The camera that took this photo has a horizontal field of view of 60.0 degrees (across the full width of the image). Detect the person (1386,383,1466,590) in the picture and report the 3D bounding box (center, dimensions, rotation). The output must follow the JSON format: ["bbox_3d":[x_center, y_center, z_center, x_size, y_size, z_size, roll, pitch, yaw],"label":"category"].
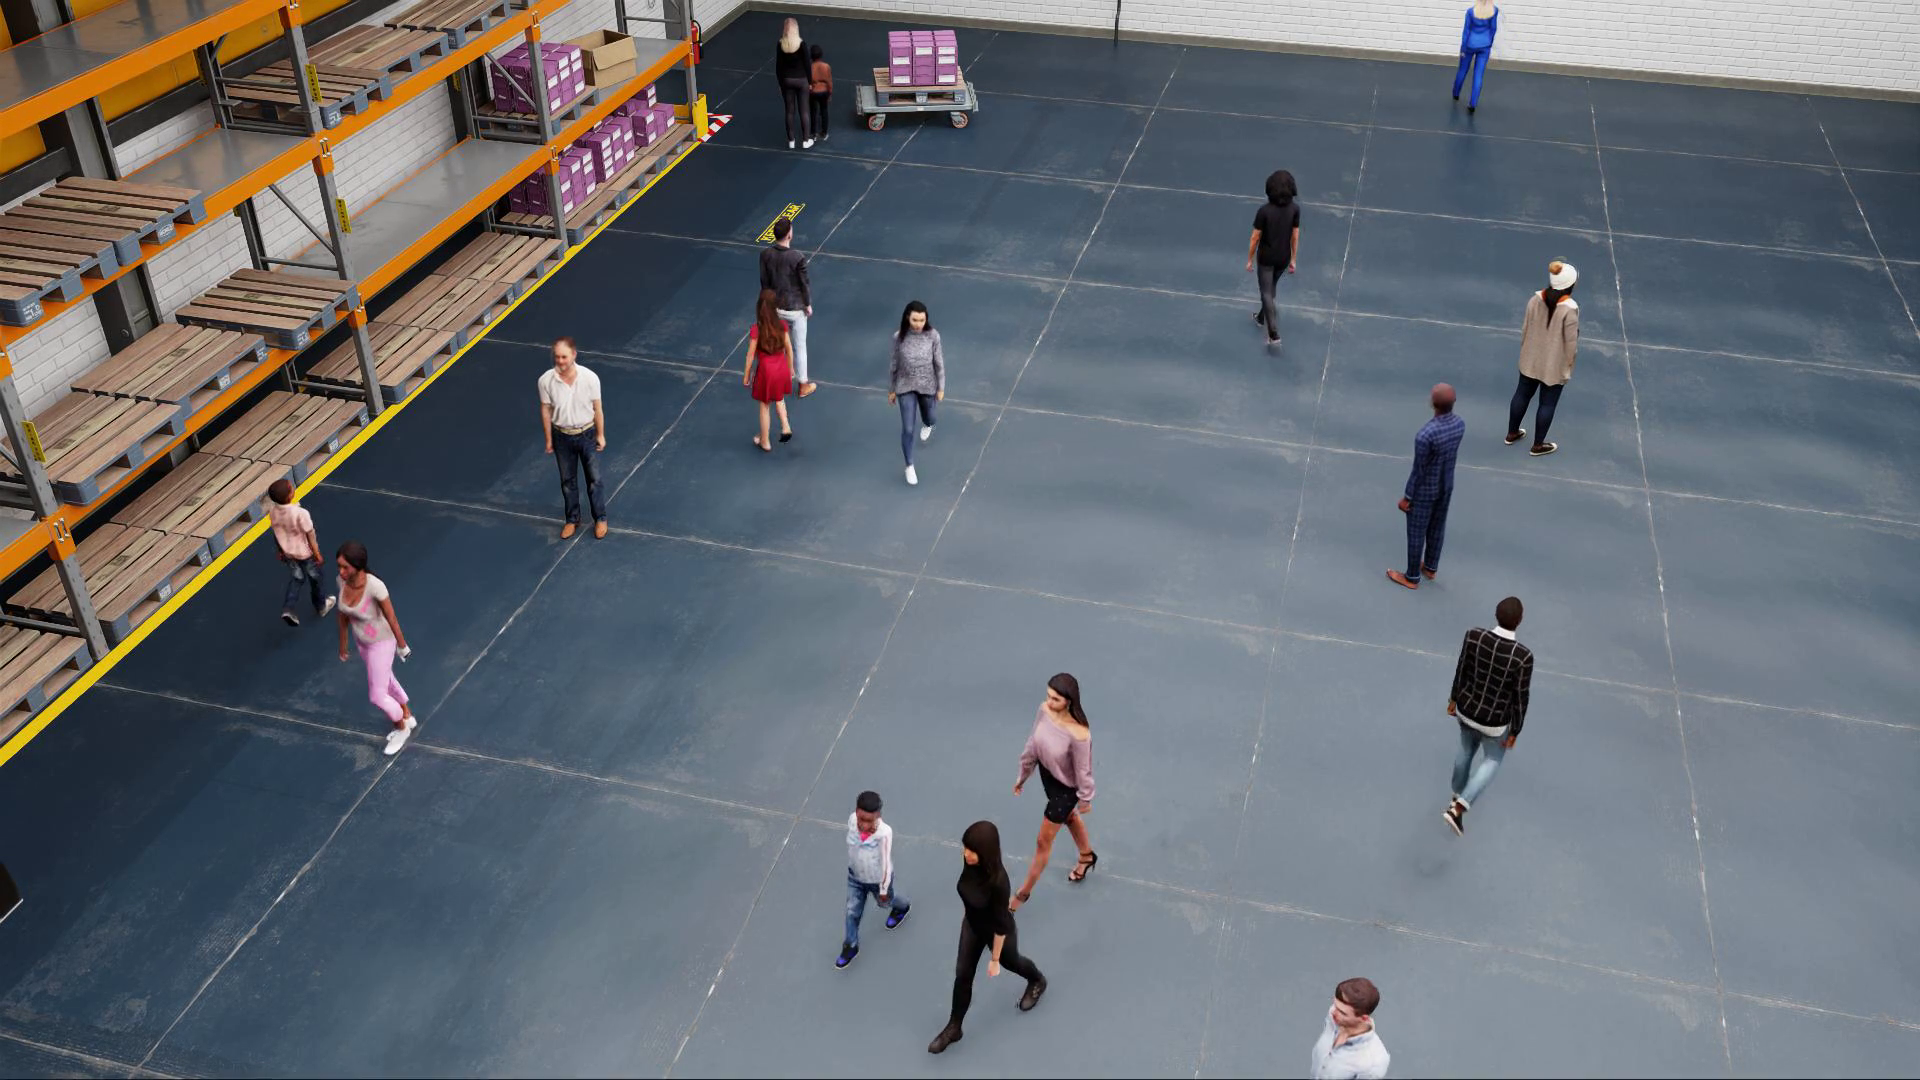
[{"bbox_3d":[3.776,-0.438,13.307,0.750,1.819,0.824,-21,39,-28],"label":"person"}]

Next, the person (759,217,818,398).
[{"bbox_3d":[-1.654,-2.232,15.991,0.661,1.837,0.544,10,35,15],"label":"person"}]

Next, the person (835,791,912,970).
[{"bbox_3d":[-0.499,1.993,10.172,0.669,1.240,0.939,20,39,27],"label":"person"}]

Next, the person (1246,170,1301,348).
[{"bbox_3d":[3.210,-2.843,16.940,0.969,1.802,1.218,-6,34,-9],"label":"person"}]

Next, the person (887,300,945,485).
[{"bbox_3d":[-0.383,-1.399,14.856,0.863,1.705,1.098,0,34,0],"label":"person"}]

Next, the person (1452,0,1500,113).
[{"bbox_3d":[7.146,-6.729,22.912,0.694,1.664,1.041,4,34,6],"label":"person"}]

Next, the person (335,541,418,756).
[{"bbox_3d":[-4.044,0.683,11.704,0.673,1.727,0.714,20,38,27],"label":"person"}]

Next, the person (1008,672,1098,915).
[{"bbox_3d":[0.706,1.518,10.406,1.109,1.773,1.032,-19,38,-26],"label":"person"}]

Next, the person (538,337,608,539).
[{"bbox_3d":[-3.217,-0.886,13.948,0.725,1.856,0.667,0,34,0],"label":"person"}]

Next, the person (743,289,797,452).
[{"bbox_3d":[-1.683,-1.524,15.193,0.829,1.540,0.887,-25,41,-33],"label":"person"}]

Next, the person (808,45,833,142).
[{"bbox_3d":[-1.883,-5.933,22.091,0.622,1.247,0.661,-5,34,-8],"label":"person"}]

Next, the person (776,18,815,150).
[{"bbox_3d":[-2.166,-5.965,21.743,0.642,1.685,0.580,3,34,5],"label":"person"}]

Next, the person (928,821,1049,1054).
[{"bbox_3d":[0.235,2.199,9.530,1.156,1.608,0.973,-26,42,-33],"label":"person"}]

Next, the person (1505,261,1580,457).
[{"bbox_3d":[5.309,-1.673,15.101,0.857,1.891,0.813,-23,40,-30],"label":"person"}]

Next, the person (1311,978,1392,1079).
[{"bbox_3d":[1.993,2.855,8.342,0.928,1.831,0.890,-11,35,-16],"label":"person"}]

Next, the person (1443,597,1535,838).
[{"bbox_3d":[3.389,1.181,10.887,0.911,1.802,1.057,25,41,32],"label":"person"}]

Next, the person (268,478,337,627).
[{"bbox_3d":[-5.180,0.111,12.952,0.502,1.297,0.754,8,34,12],"label":"person"}]
